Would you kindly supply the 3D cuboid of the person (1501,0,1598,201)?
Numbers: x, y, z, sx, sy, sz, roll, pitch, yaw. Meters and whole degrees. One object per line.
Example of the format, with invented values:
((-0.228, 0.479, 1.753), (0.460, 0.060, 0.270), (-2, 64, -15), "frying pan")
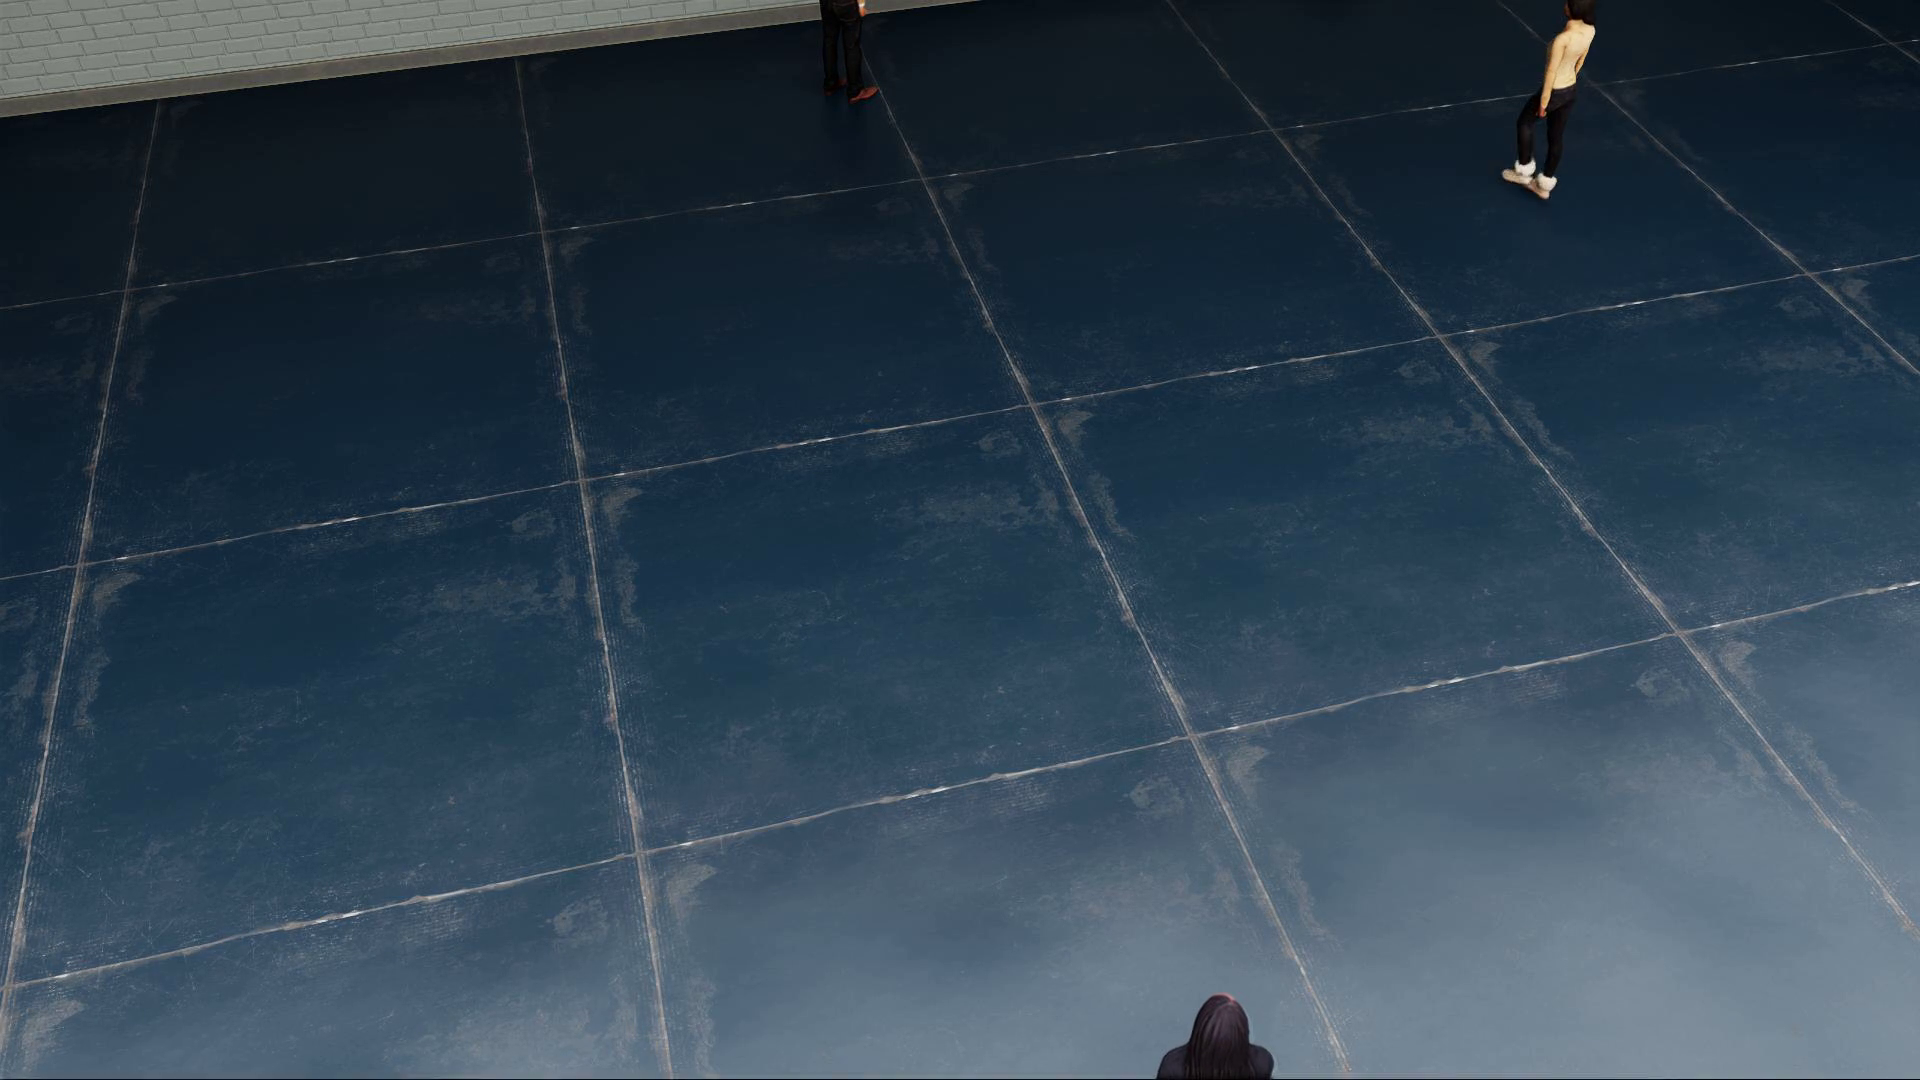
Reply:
((4.556, -3.327, 12.544), (0.665, 1.645, 0.728), (-19, 46, -19), "person")

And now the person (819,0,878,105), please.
((-0.987, -4.463, 13.681), (0.740, 1.755, 0.814), (25, 48, 24), "person")

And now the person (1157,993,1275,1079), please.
((0.943, 2.301, 6.457), (0.636, 1.727, 0.625), (-5, 43, -6), "person")
